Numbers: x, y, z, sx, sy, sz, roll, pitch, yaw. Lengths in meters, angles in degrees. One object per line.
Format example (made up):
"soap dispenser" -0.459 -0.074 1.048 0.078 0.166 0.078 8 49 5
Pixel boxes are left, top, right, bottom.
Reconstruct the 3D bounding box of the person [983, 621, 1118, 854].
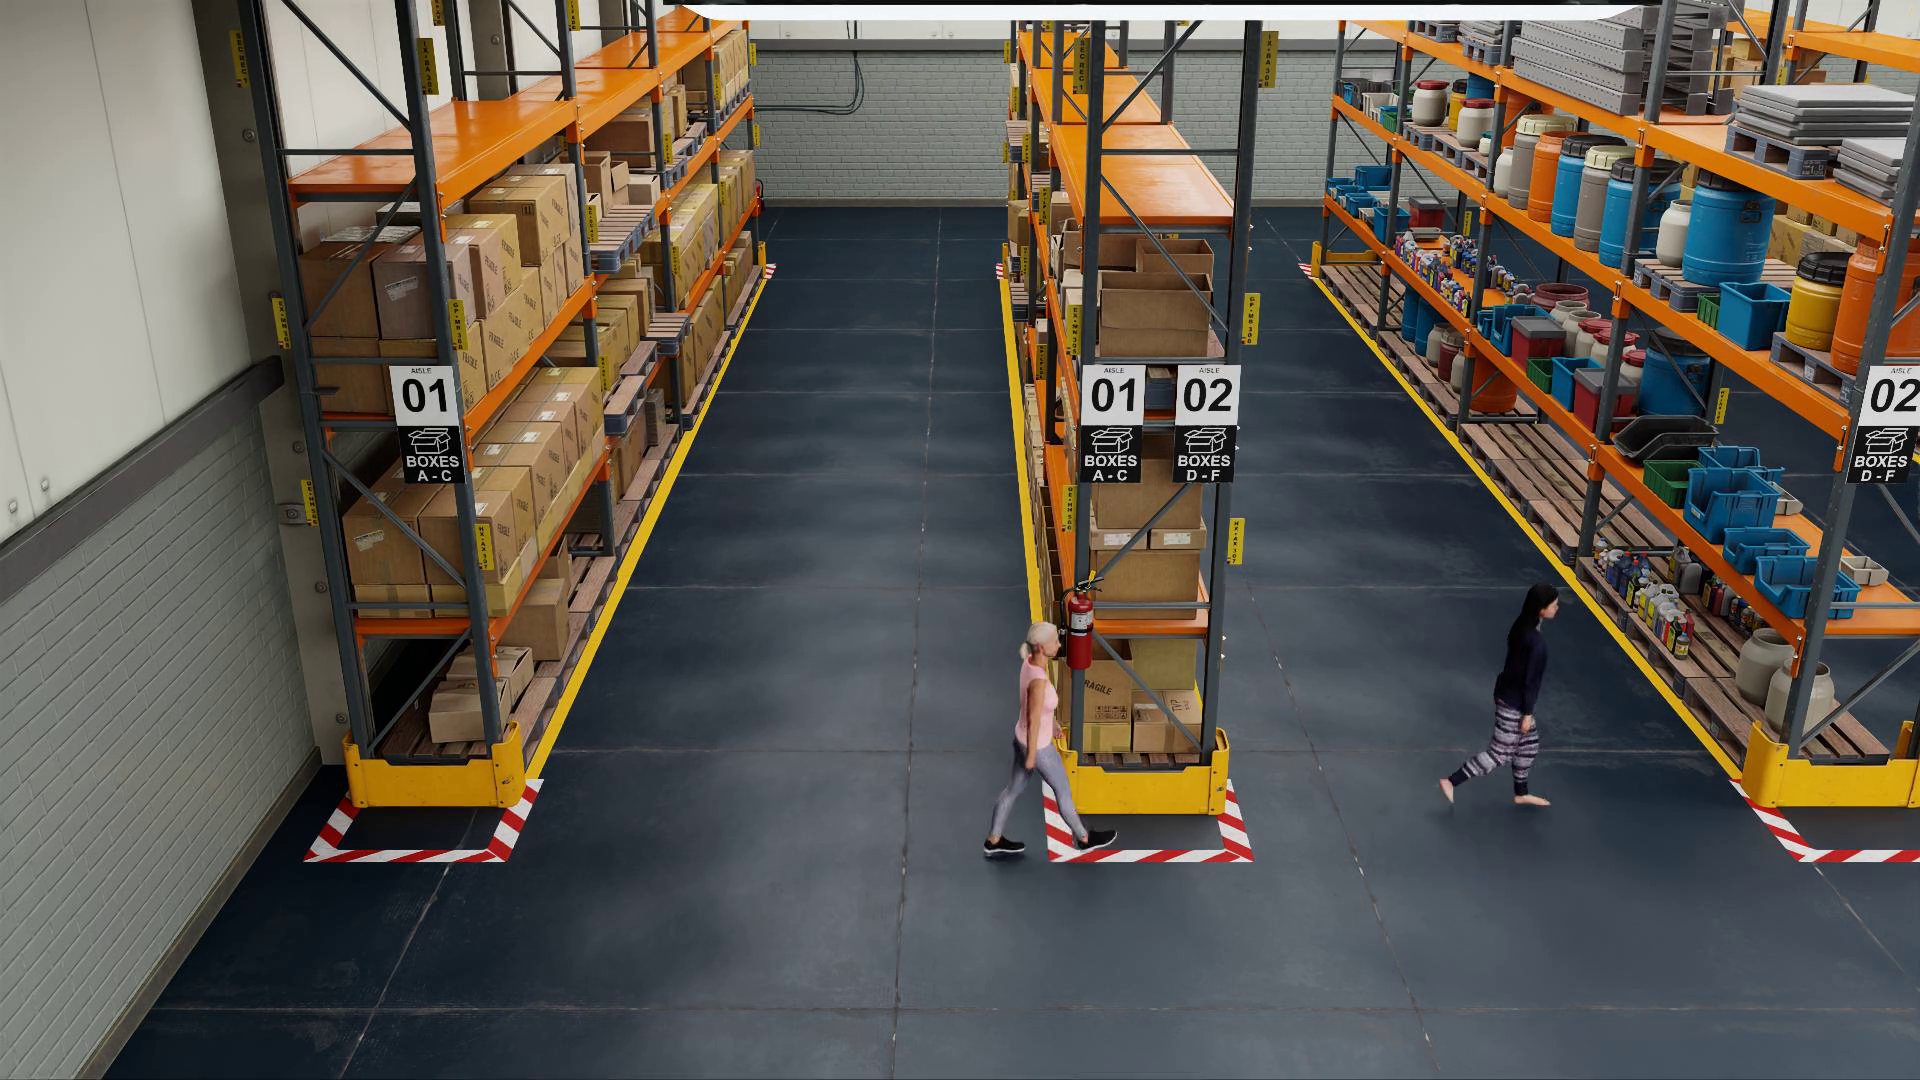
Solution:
"person" 0.400 1.322 10.741 0.731 1.681 1.064 -4 23 -9

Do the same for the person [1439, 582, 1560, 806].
"person" 3.679 1.088 11.287 0.737 1.700 0.965 0 22 1
